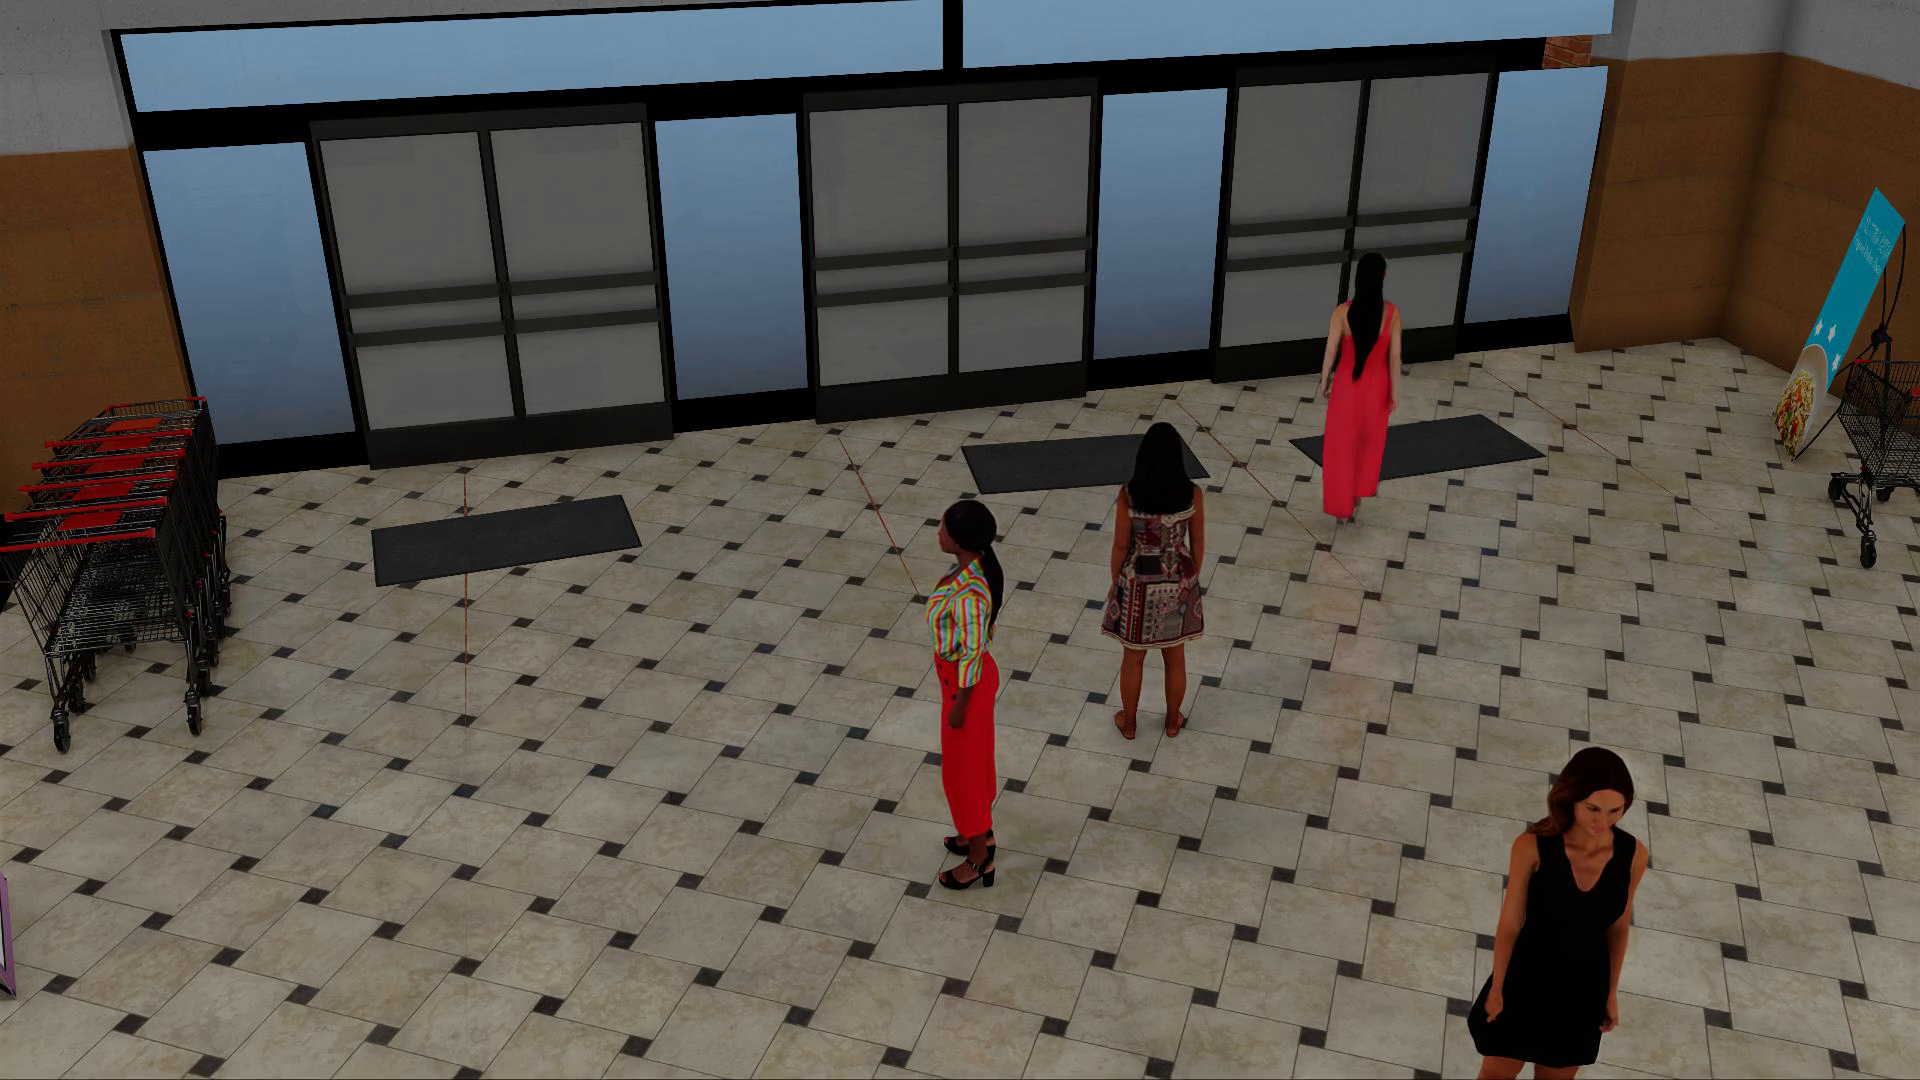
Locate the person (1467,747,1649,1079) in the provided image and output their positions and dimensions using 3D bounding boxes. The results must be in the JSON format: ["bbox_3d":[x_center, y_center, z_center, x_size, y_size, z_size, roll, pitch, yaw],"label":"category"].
[{"bbox_3d":[1.861,1.432,5.254,0.644,1.834,0.623,1,27,2],"label":"person"}]

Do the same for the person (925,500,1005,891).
[{"bbox_3d":[0.034,0.646,6.850,0.722,1.793,0.588,3,27,6],"label":"person"}]

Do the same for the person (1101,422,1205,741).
[{"bbox_3d":[0.926,0.205,7.883,0.695,1.645,0.606,-1,27,-2],"label":"person"}]

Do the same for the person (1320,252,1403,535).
[{"bbox_3d":[2.374,-0.832,9.857,0.767,1.710,0.877,3,27,6],"label":"person"}]
